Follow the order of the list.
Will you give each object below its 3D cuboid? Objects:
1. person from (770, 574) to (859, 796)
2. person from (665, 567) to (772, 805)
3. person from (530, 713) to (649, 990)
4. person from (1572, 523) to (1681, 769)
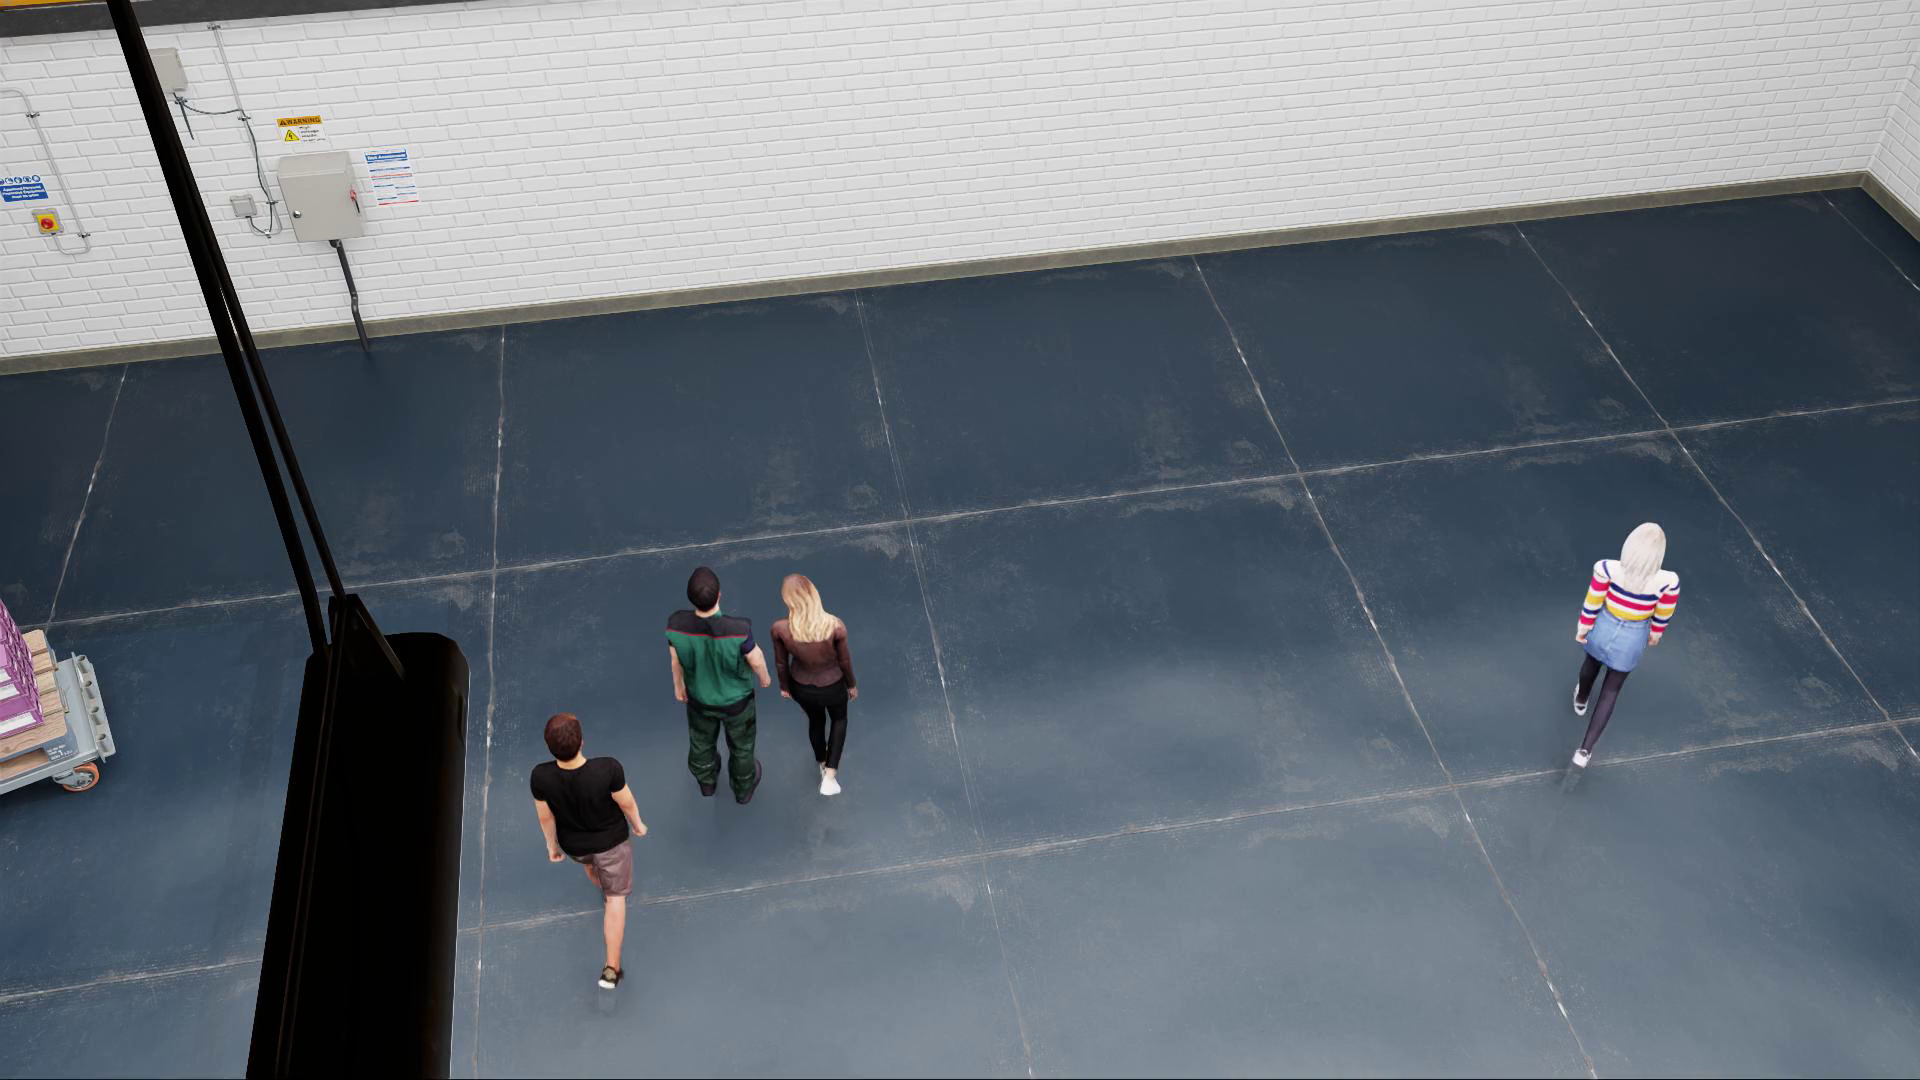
[{"bbox_3d":[-0.852,0.925,9.819,0.734,1.682,0.848,4,44,5],"label":"person"},{"bbox_3d":[-1.401,0.907,9.683,0.798,1.897,0.768,6,44,6],"label":"person"},{"bbox_3d":[-1.975,1.657,8.942,0.789,1.833,1.229,-1,44,-1],"label":"person"},{"bbox_3d":[3.960,0.640,10.049,1.075,1.778,1.190,21,47,21],"label":"person"}]
